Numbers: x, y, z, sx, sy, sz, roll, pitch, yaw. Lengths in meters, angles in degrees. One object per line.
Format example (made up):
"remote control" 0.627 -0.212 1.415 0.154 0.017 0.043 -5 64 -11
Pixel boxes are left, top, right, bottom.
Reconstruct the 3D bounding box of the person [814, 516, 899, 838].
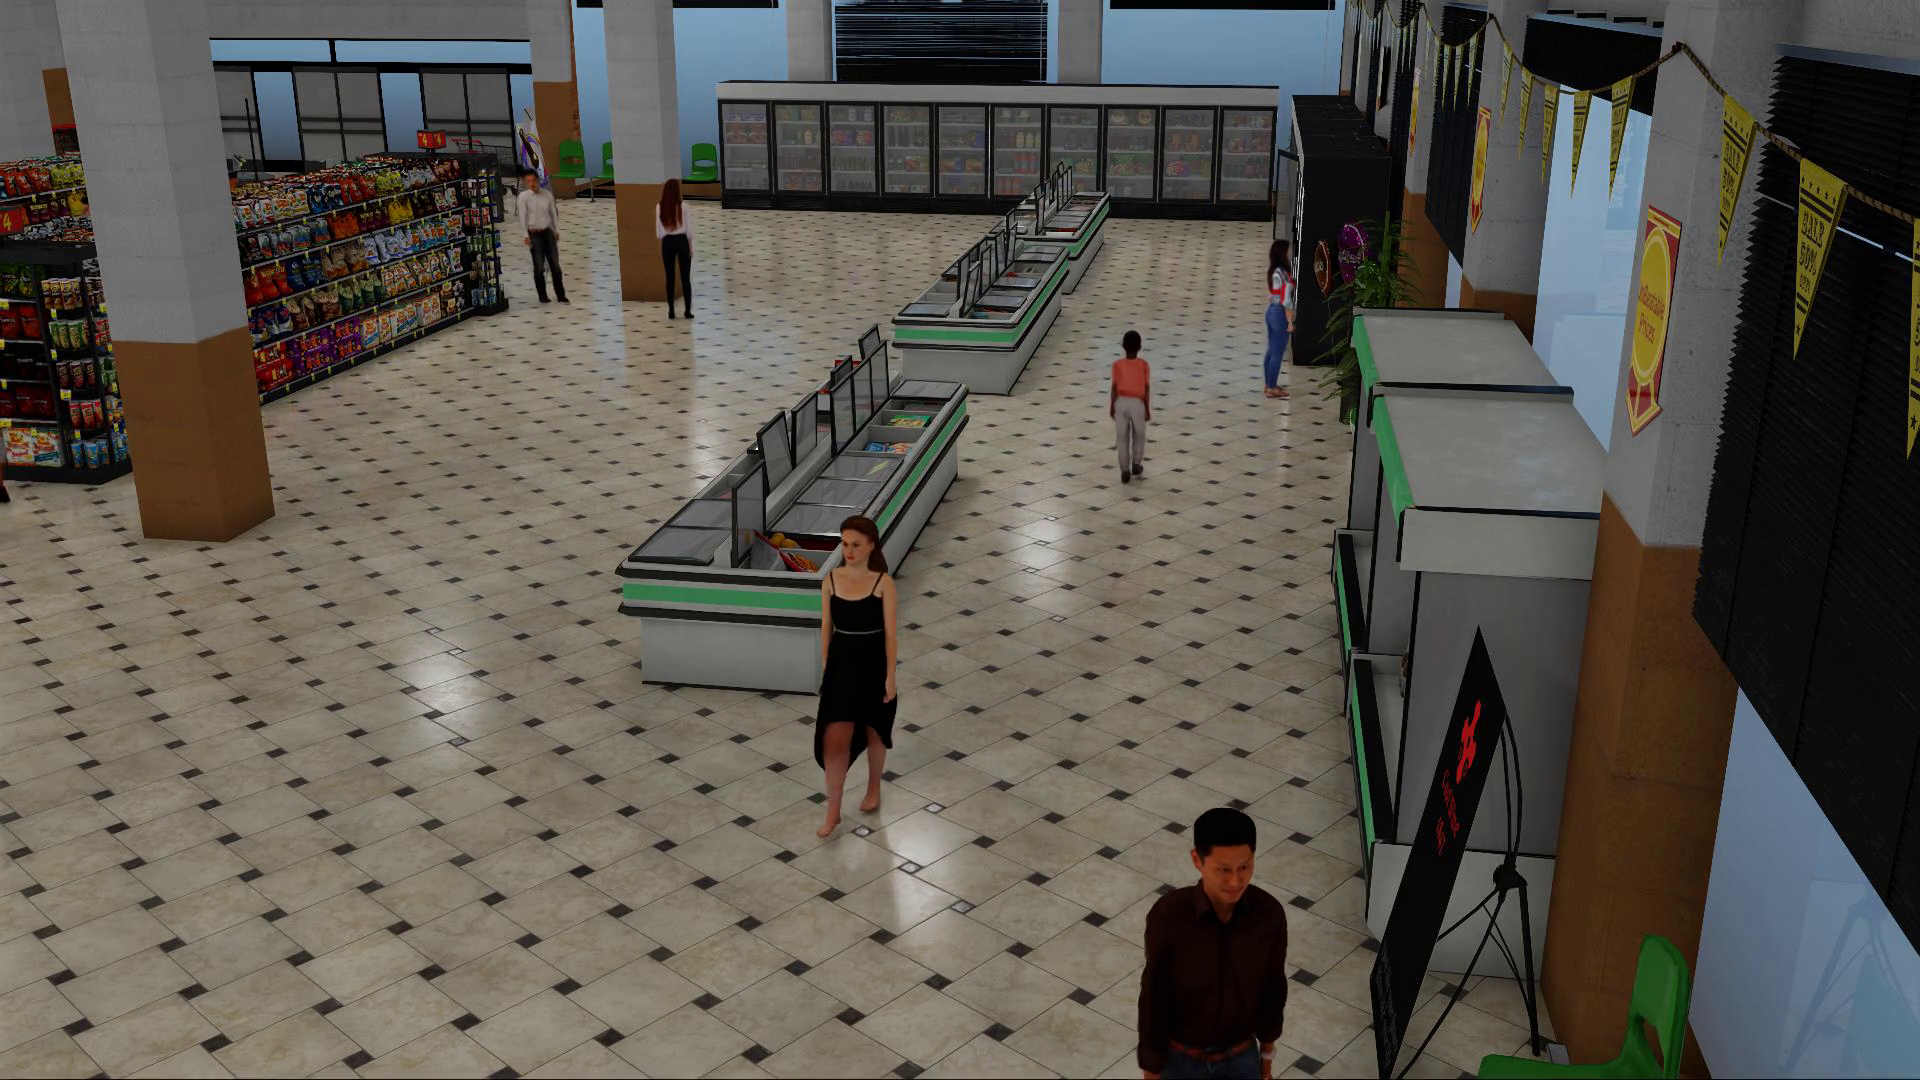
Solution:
"person" -0.470 0.634 8.450 0.570 1.606 0.842 2 19 7

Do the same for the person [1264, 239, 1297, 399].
"person" 3.256 -2.273 17.055 0.712 1.615 0.563 -3 19 -8

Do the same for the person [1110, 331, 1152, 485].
"person" 1.440 -1.110 14.101 0.498 1.299 0.651 3 19 9

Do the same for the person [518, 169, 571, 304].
"person" -5.571 -3.984 21.896 0.942 1.765 1.018 -12 22 -31

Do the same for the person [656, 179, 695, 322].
"person" -3.577 -3.651 20.919 0.634 1.759 0.553 0 19 -1

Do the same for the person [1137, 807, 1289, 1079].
"person" 0.759 1.608 5.326 0.760 1.755 0.902 -1 19 -2
